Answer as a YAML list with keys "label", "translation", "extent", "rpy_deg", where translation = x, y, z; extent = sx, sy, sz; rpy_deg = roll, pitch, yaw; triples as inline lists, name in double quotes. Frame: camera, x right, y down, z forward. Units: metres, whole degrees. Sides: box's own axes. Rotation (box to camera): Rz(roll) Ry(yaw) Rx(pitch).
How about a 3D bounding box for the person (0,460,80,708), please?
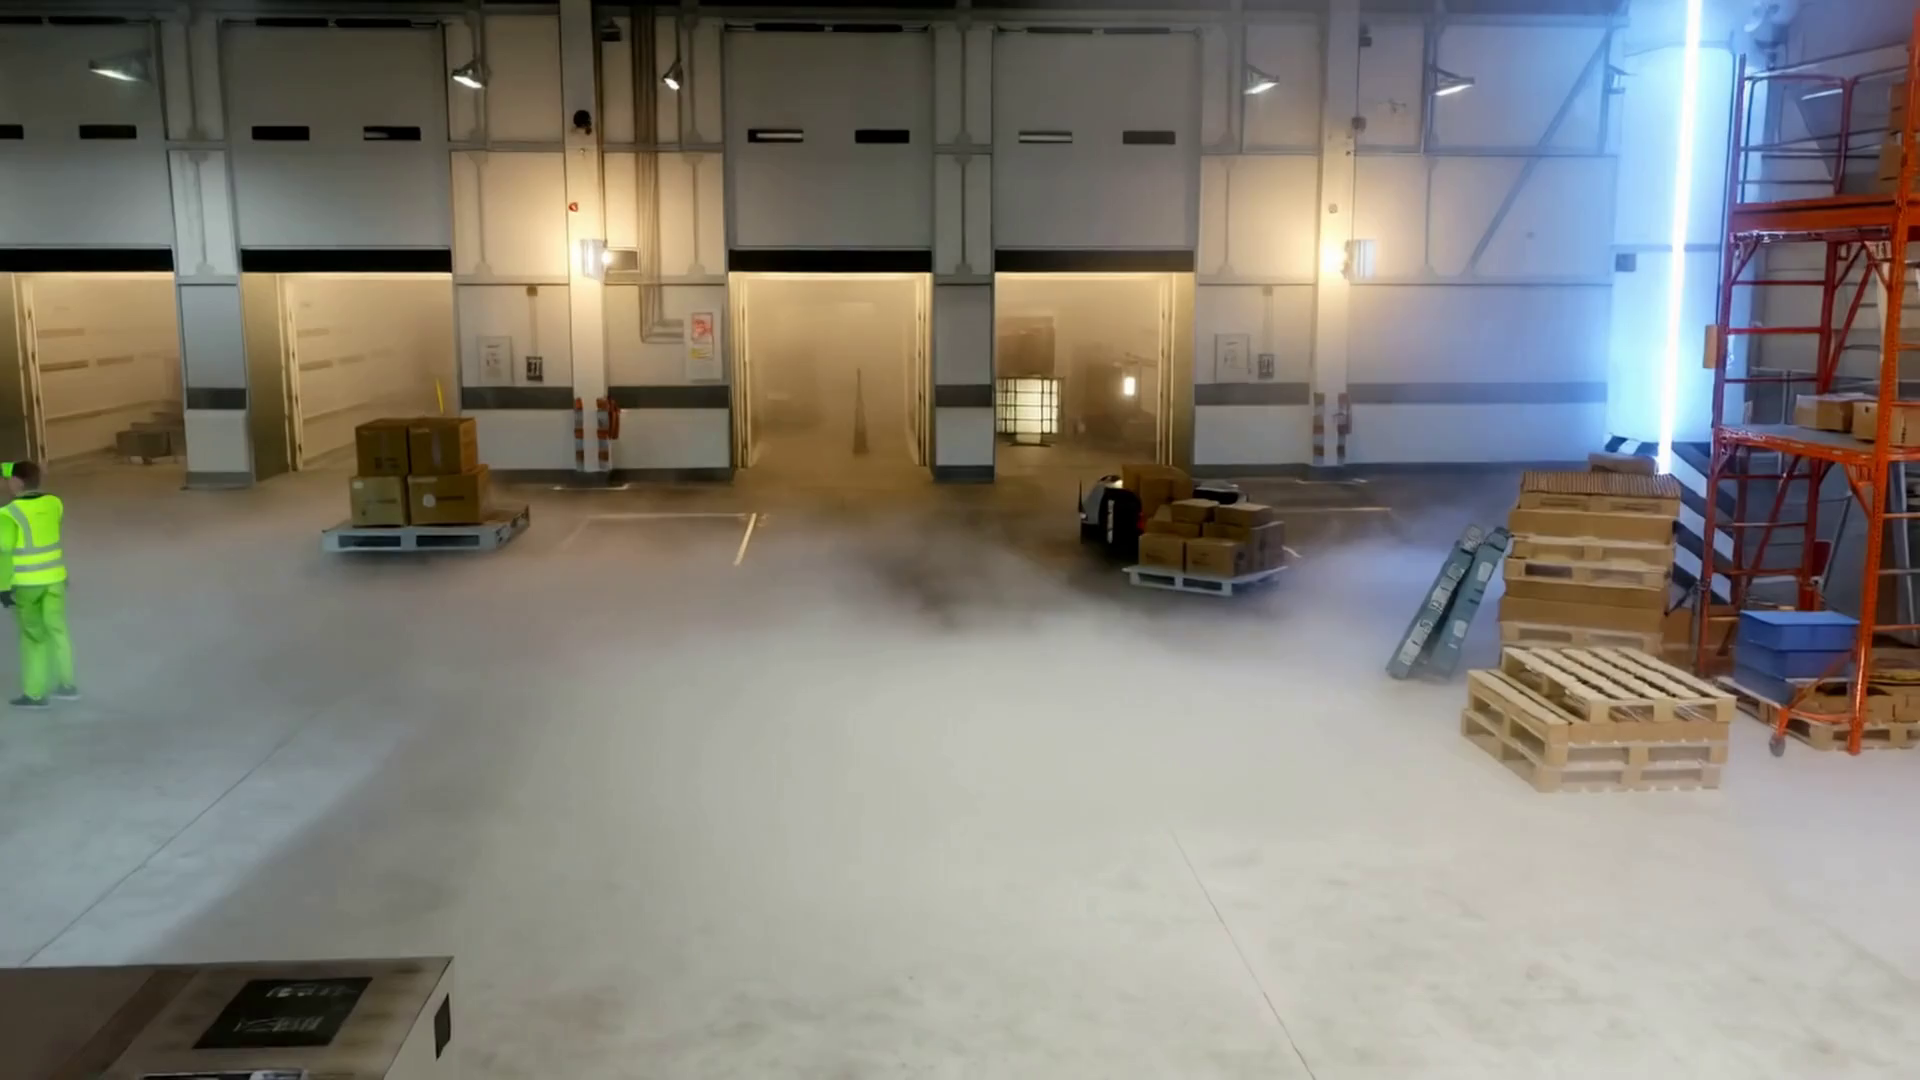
- label: "person"
  translation: [-6.037, 0.288, 10.870]
  extent: [0.310, 1.632, 0.521]
  rpy_deg: [3, 9, 17]

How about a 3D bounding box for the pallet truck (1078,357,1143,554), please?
- label: "pallet truck"
  translation: [2.088, -0.836, 16.757]
  extent: [1.885, 1.965, 0.823]
  rpy_deg: [2, 9, 13]
